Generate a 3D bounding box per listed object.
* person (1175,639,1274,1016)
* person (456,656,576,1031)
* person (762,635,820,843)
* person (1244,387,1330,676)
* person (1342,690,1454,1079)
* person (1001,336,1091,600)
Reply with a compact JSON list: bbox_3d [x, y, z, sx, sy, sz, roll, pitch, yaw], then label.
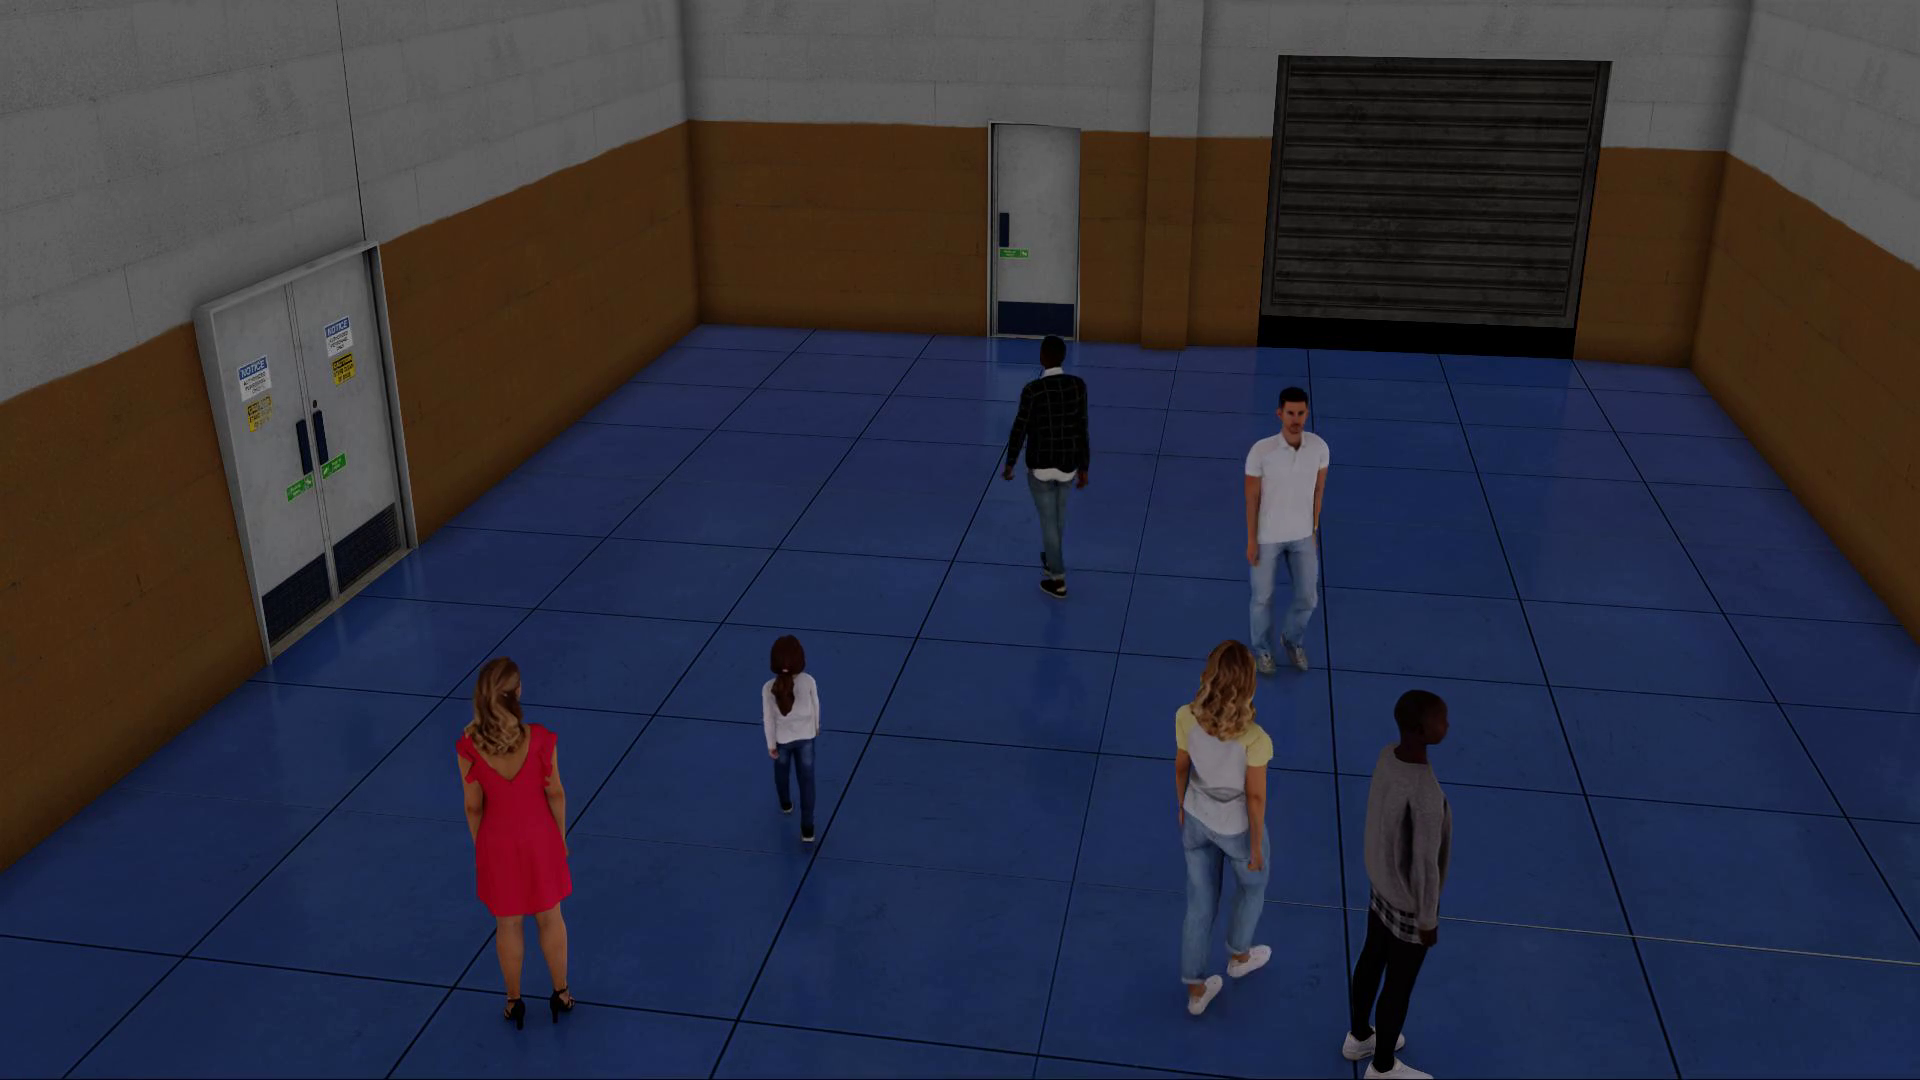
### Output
[{"bbox_3d":[1.060,1.271,7.084,0.878,1.704,0.896,16,27,34],"label":"person"},{"bbox_3d":[-1.864,1.290,7.025,0.592,1.727,0.704,-5,22,-11],"label":"person"},{"bbox_3d":[-0.844,1.024,8.542,0.787,1.089,0.657,-3,22,-8],"label":"person"},{"bbox_3d":[1.971,-0.069,10.243,0.633,1.851,0.783,0,22,-1],"label":"person"},{"bbox_3d":[1.766,1.398,6.696,0.649,1.772,0.685,-4,22,-10],"label":"person"},{"bbox_3d":[0.666,-0.459,11.284,1.008,1.798,1.026,-9,24,-22],"label":"person"}]
